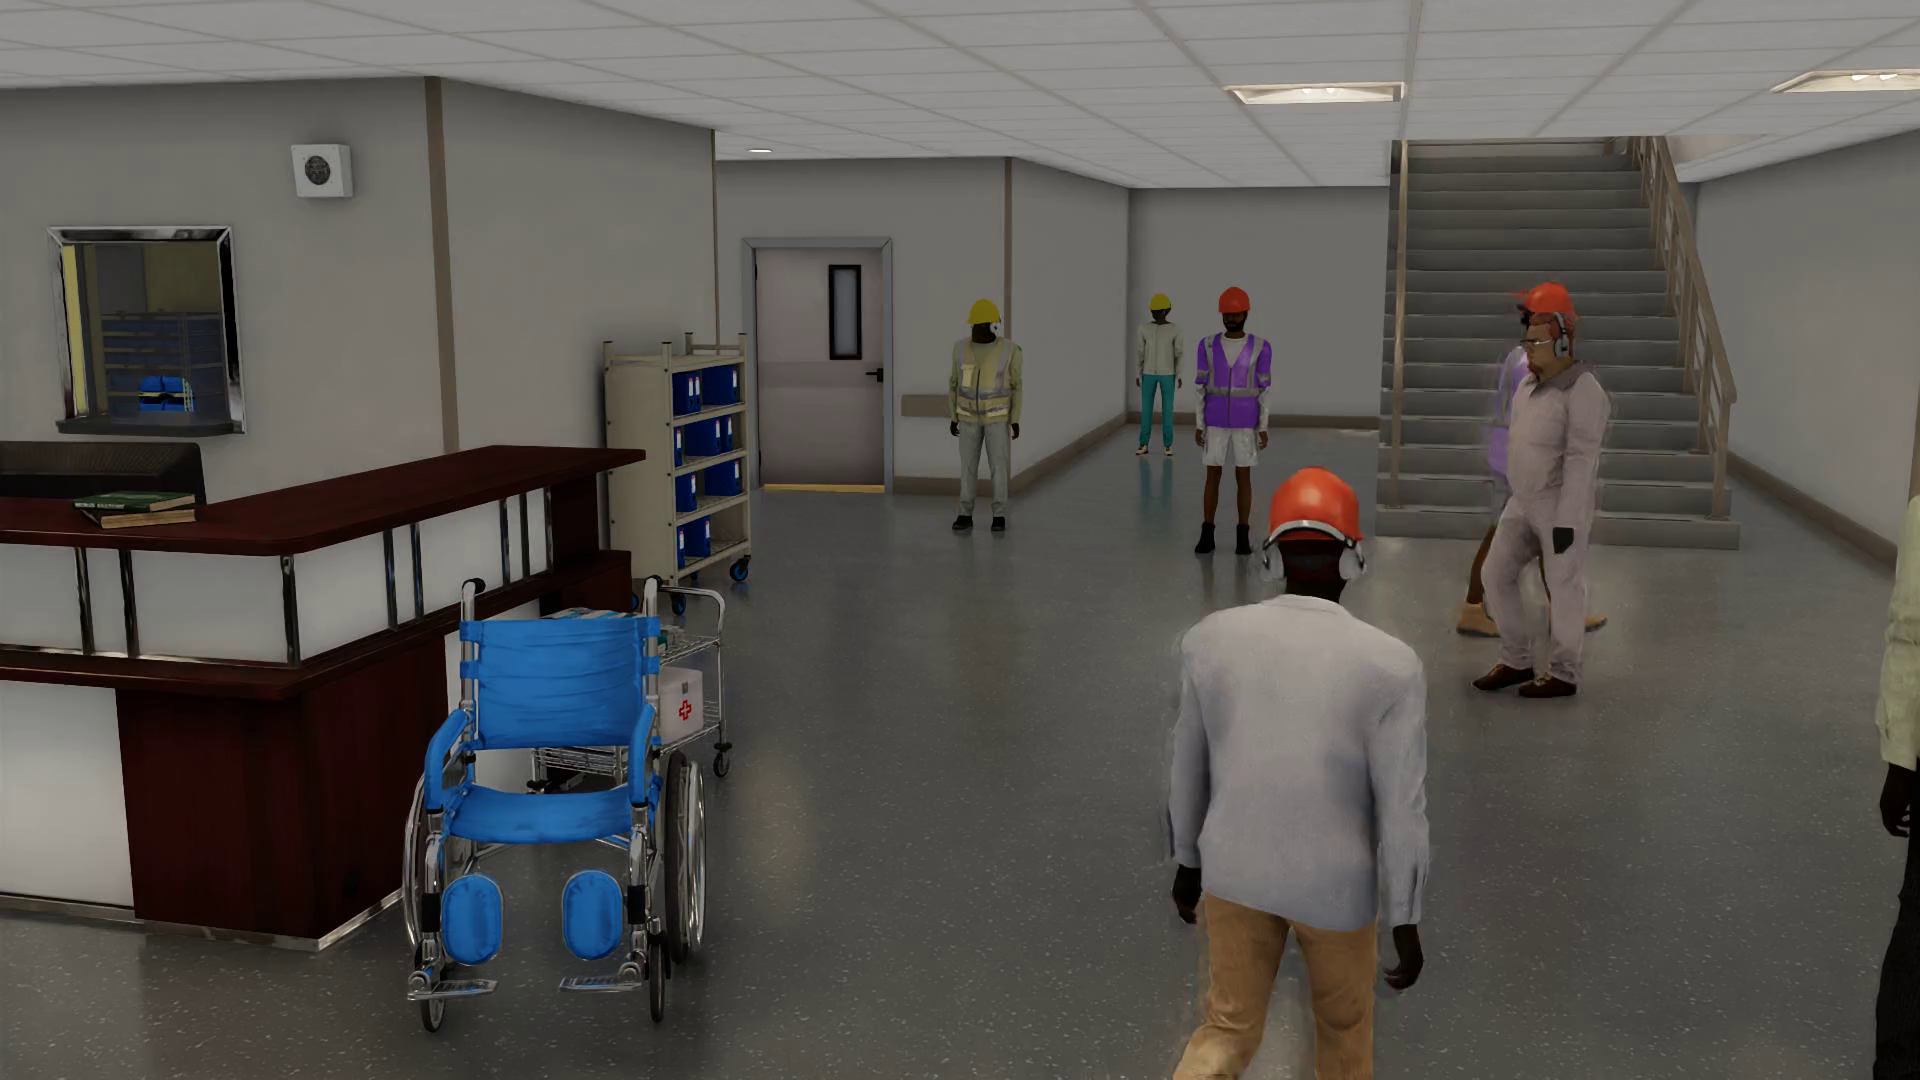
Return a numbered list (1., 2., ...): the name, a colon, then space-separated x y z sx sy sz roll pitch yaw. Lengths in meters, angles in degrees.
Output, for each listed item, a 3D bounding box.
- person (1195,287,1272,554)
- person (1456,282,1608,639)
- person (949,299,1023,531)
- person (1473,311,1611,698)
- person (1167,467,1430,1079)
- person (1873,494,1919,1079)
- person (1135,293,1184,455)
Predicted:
1. person: 1.968 -0.857 12.059 0.544 1.939 0.372 3 10 16
2. person: 3.262 -0.416 9.272 0.929 2.004 0.617 4 10 20
3. person: 0.191 -0.978 13.105 0.589 1.827 0.404 3 10 16
4. person: 2.771 -0.153 8.044 0.620 1.884 0.680 -3 10 -14
5. person: 0.677 0.709 3.529 0.598 1.712 0.812 6 12 34
6. person: 2.423 0.518 3.793 0.611 1.996 0.387 3 10 16
7. person: 2.165 -1.795 18.104 0.524 1.764 0.329 3 10 16
